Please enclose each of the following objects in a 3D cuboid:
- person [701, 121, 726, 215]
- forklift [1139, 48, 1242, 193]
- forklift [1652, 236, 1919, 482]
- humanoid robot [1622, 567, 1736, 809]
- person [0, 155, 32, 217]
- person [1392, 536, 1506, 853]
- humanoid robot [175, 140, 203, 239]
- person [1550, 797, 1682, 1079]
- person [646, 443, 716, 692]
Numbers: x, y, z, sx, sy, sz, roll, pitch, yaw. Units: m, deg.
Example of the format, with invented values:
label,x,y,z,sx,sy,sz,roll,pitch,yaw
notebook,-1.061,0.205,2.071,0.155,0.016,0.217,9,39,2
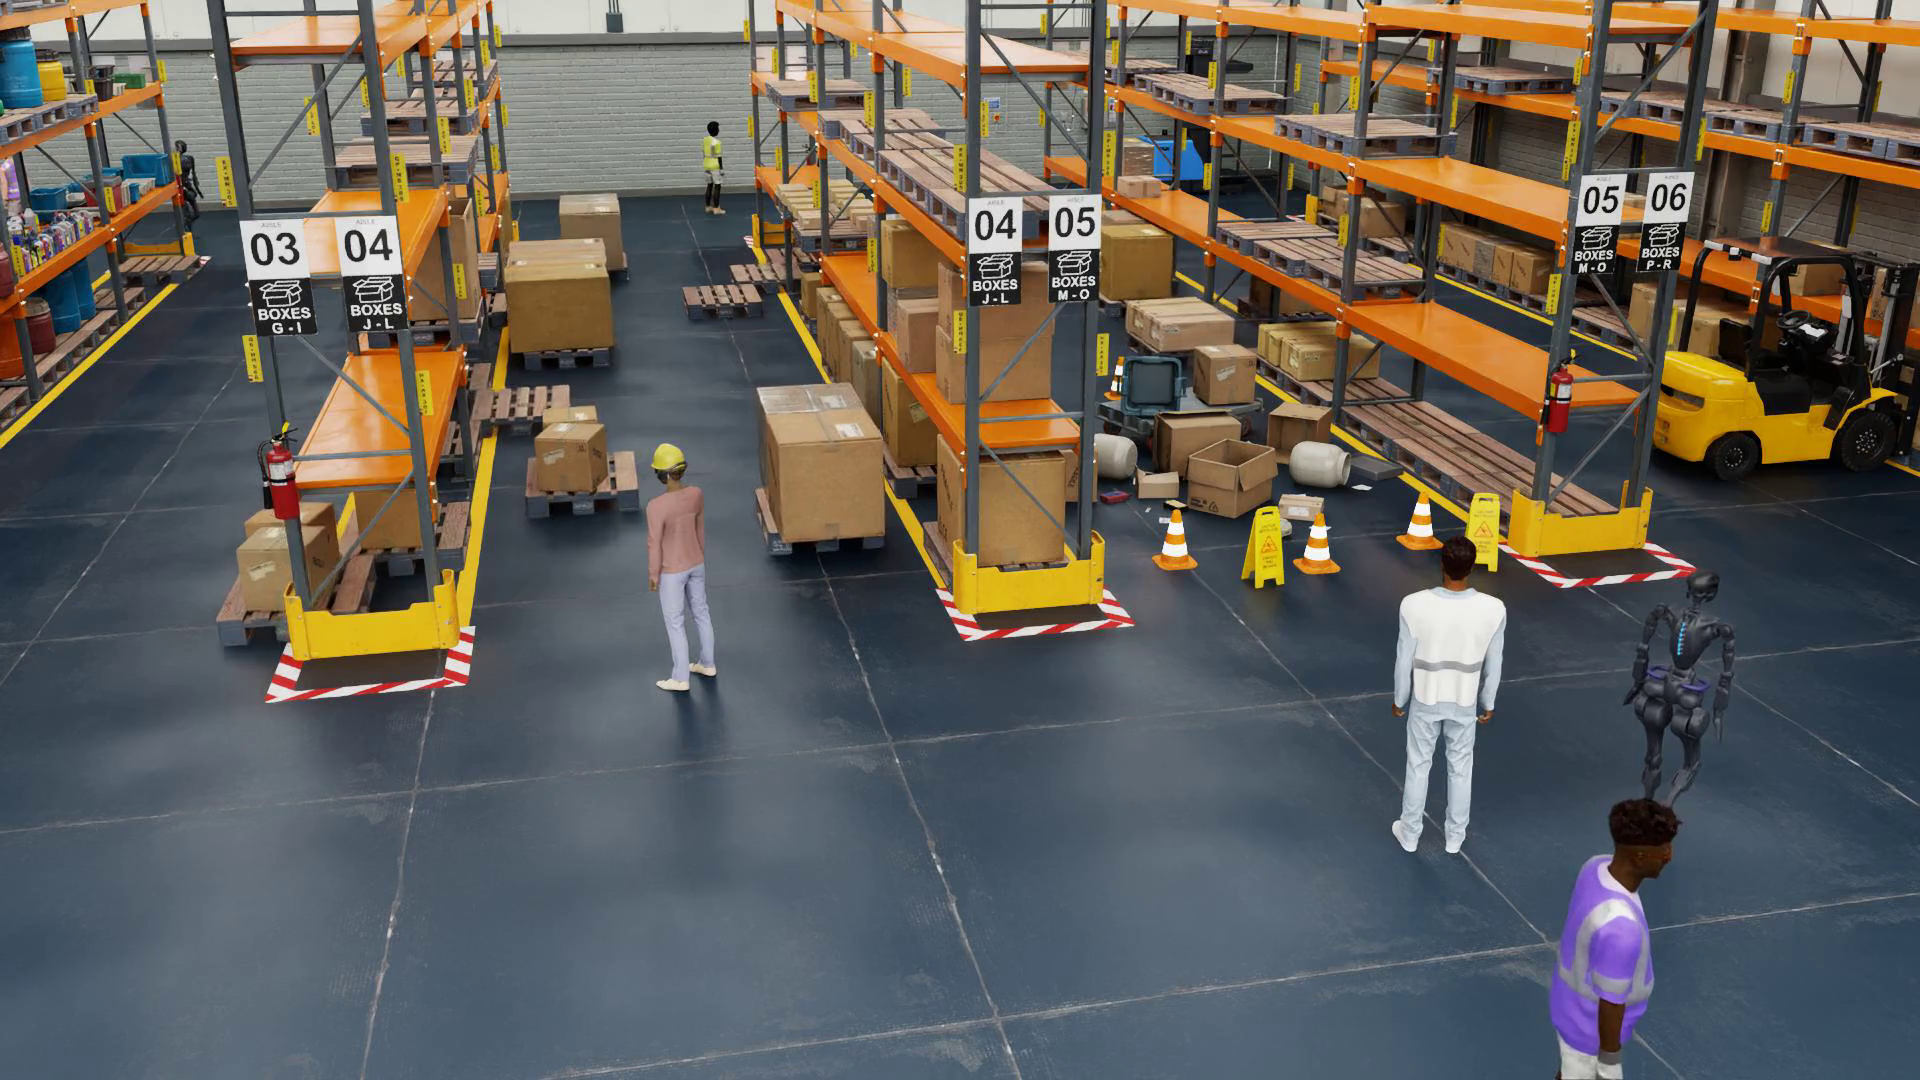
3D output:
label,x,y,z,sx,sy,sz,roll,pitch,yaw
person,-4.531,-6.835,30.571,0.320,1.683,0.538,-18,27,-40
forklift,4.566,-8.313,32.860,1.873,2.768,1.129,-4,21,-12
forklift,8.013,-1.814,16.330,2.313,2.155,1.214,-4,21,-12
humanoid robot,4.113,0.939,9.653,0.450,1.648,0.603,-19,27,-41
person,-15.368,-5.565,27.153,0.349,1.688,0.489,11,23,27
person,2.745,0.892,9.435,0.592,1.919,0.392,3,21,7
humanoid robot,-13.209,-5.961,28.233,0.468,1.637,0.610,7,21,18
person,2.559,1.905,6.662,0.380,1.956,0.610,5,21,14
person,-1.972,0.183,11.580,0.342,1.759,0.516,13,24,31
